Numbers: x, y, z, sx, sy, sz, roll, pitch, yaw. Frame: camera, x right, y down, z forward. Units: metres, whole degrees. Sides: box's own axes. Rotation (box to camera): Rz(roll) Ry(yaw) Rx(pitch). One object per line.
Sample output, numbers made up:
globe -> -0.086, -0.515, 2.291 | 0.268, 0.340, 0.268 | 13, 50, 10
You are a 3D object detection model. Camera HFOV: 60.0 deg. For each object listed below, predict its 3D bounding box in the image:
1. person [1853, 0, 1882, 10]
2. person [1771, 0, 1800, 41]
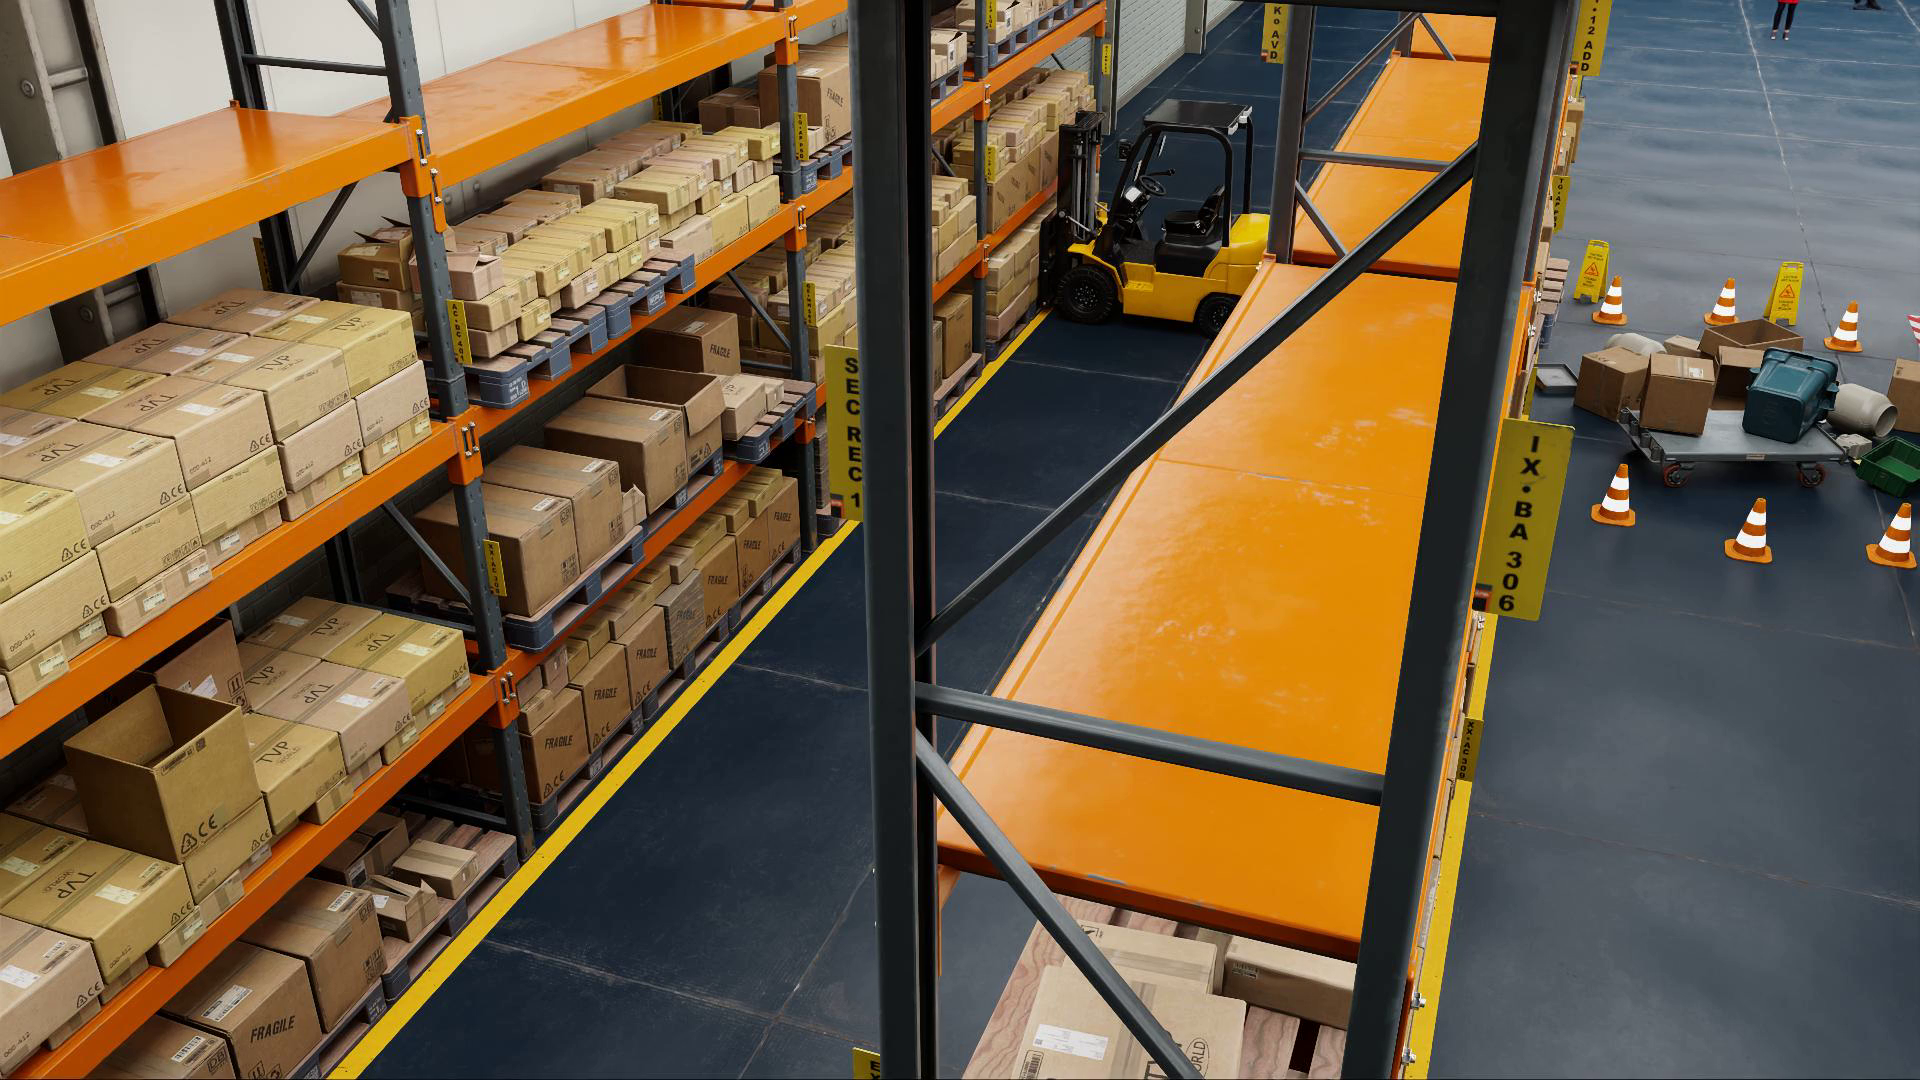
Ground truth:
person -> 17.937, -11.324, 32.530 | 0.784, 1.787, 0.918 | 11, 30, 20
person -> 14.937, -9.901, 29.898 | 0.623, 1.748, 0.619 | 8, 29, 14
